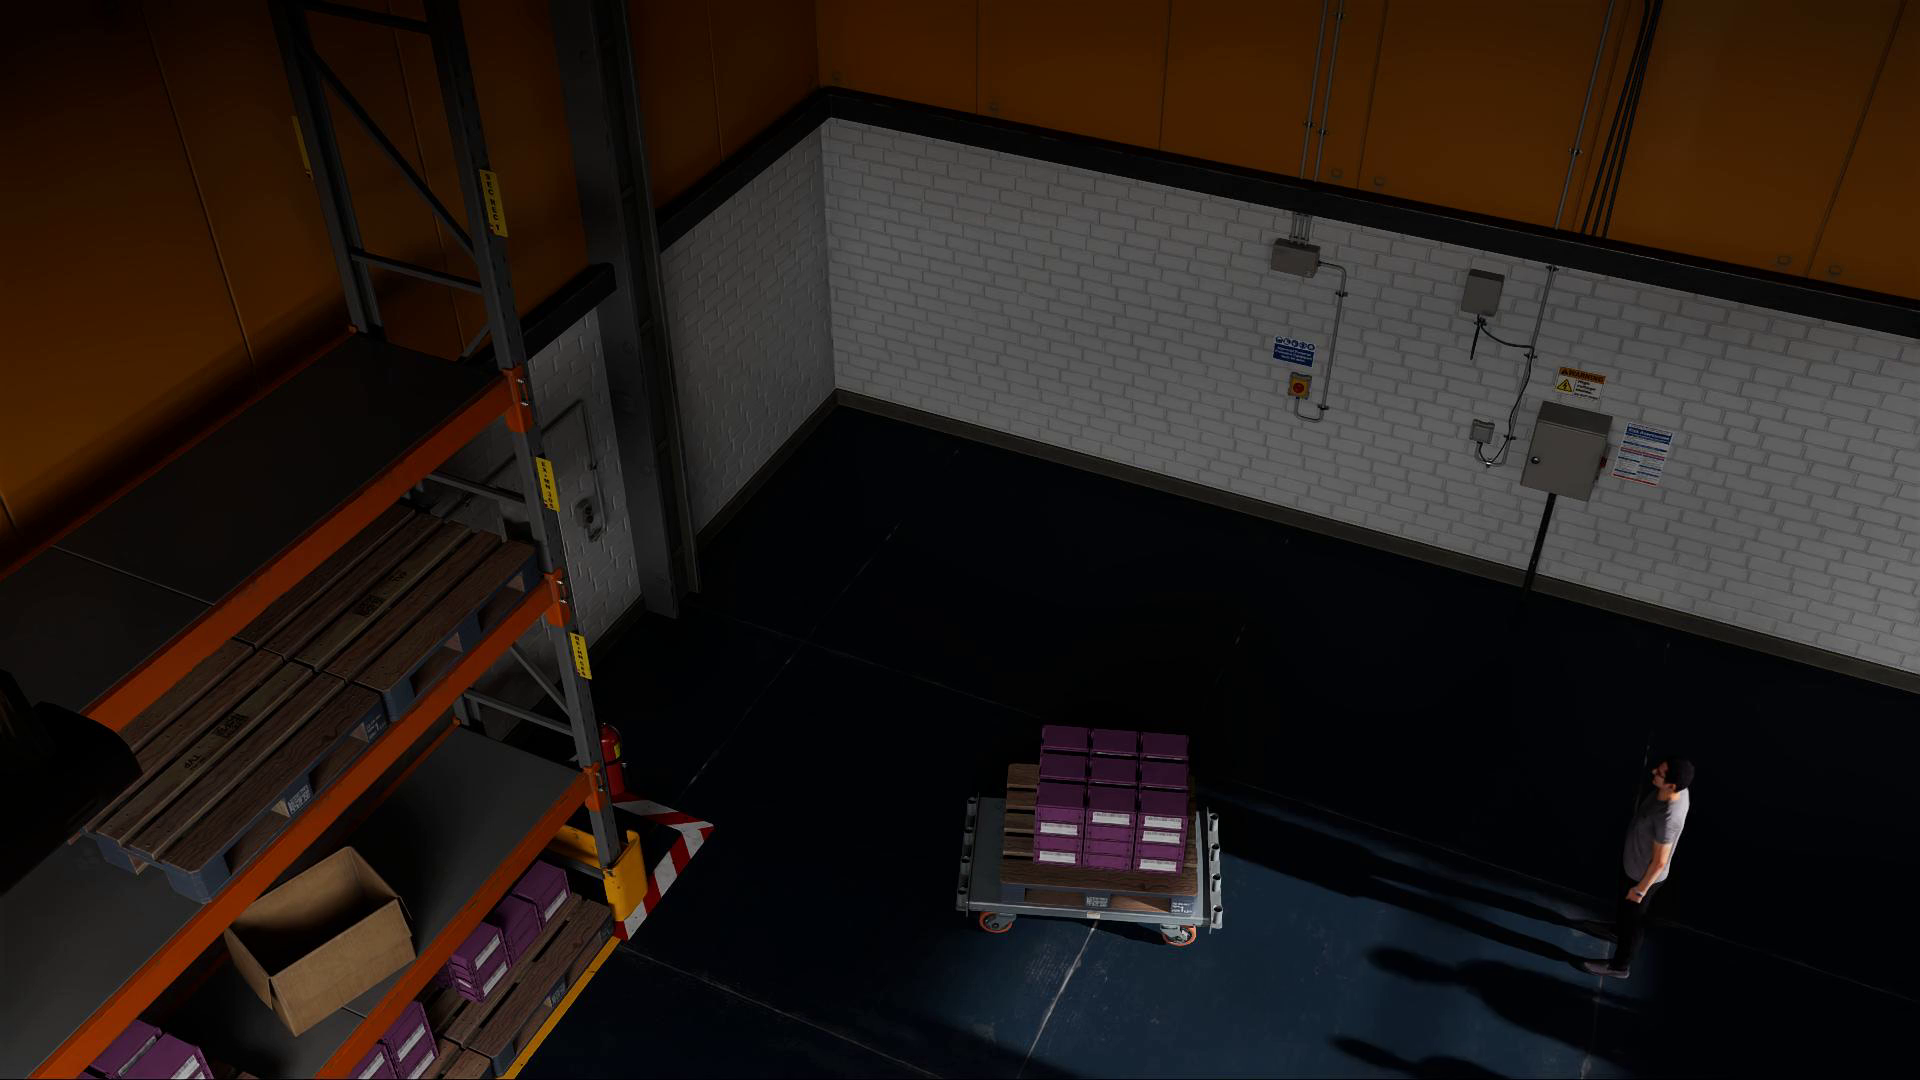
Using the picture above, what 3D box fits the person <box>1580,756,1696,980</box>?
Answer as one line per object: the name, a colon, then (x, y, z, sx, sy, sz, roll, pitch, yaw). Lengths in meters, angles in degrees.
person: (4.070, 1.921, 9.882, 0.691, 1.754, 0.478, 13, 41, 16)
